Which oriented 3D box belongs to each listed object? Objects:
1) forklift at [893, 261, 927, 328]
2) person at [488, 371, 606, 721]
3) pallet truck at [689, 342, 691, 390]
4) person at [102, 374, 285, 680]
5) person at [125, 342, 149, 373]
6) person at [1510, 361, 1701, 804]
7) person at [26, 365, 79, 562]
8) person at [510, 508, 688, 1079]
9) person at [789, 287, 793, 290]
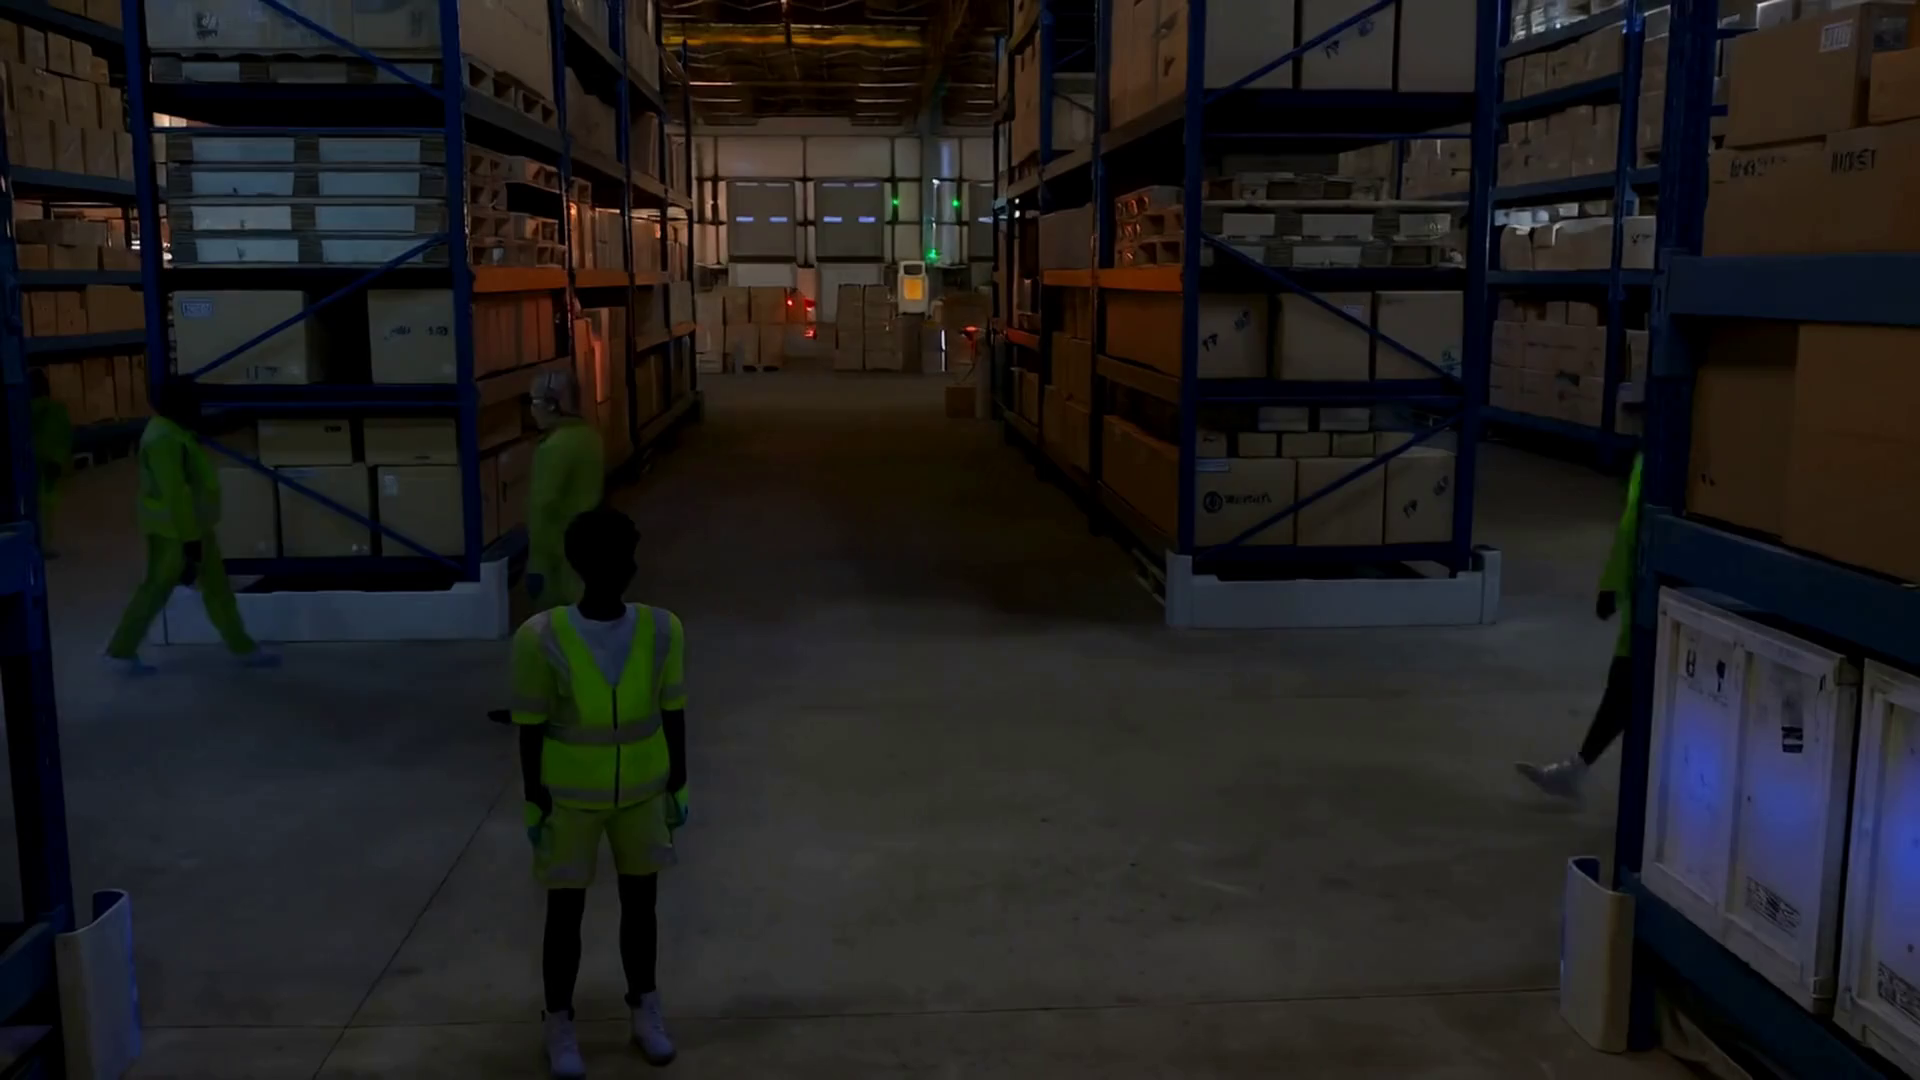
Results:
[{"bbox_3d":[-1.620,-8.088,56.615,1.129,2.768,1.873,1,9,9],"label":"forklift"},{"bbox_3d":[-2.073,0.068,8.567,0.823,1.874,0.667,0,9,3],"label":"person"},{"bbox_3d":[-5.225,-3.008,27.480,1.885,1.965,0.823,2,9,14],"label":"pallet truck"},{"bbox_3d":[-4.566,-0.071,9.707,0.979,1.799,0.633,-2,9,-14],"label":"person"},{"bbox_3d":[-17.727,-4.327,35.859,0.607,1.966,0.367,1,9,5],"label":"person"},{"bbox_3d":[3.035,0.201,7.369,1.065,1.981,0.636,1,9,5],"label":"person"},{"bbox_3d":[-7.574,-0.625,13.706,0.497,1.616,0.379,-1,9,-7],"label":"person"},{"bbox_3d":[-1.047,0.740,4.910,0.535,1.694,0.319,-5,10,-28],"label":"person"},{"bbox_3d":[-5.966,-7.933,58.592,0.542,1.939,0.363,-4,10,-24],"label":"person"}]
